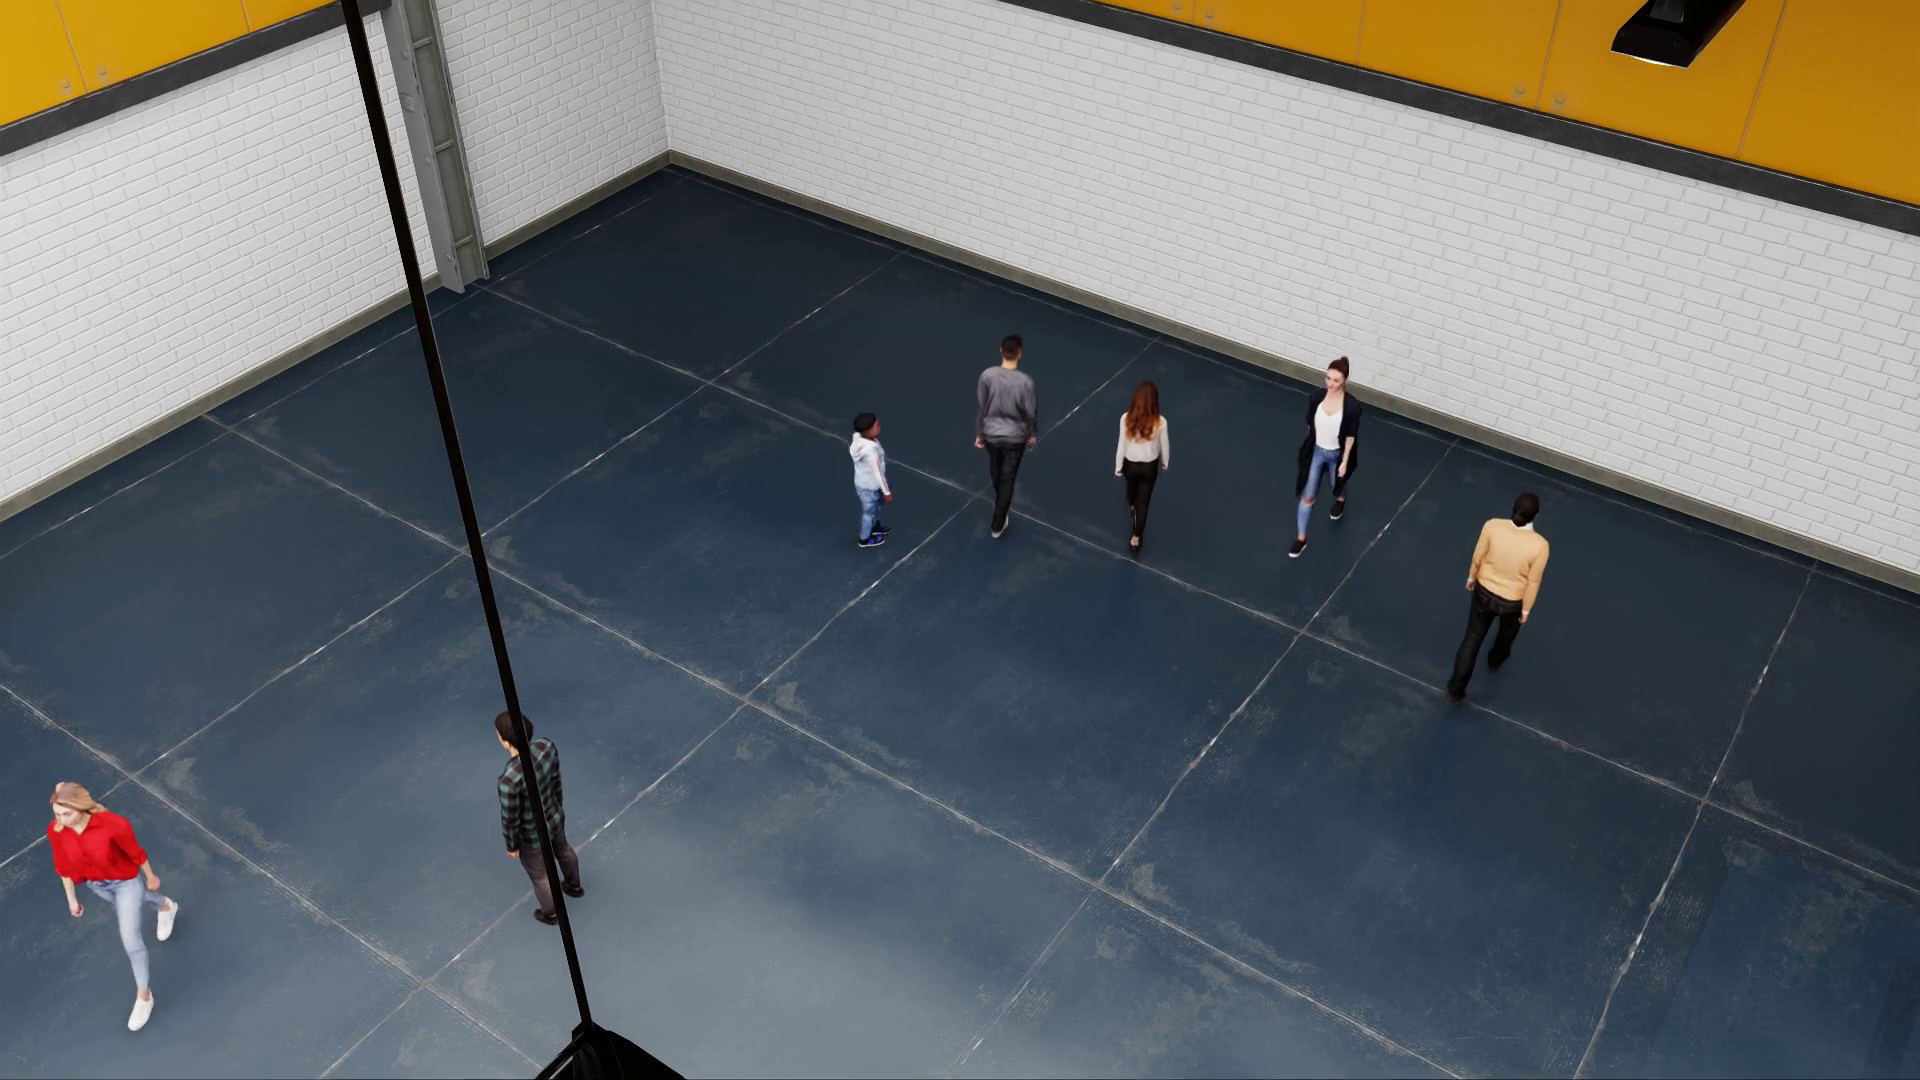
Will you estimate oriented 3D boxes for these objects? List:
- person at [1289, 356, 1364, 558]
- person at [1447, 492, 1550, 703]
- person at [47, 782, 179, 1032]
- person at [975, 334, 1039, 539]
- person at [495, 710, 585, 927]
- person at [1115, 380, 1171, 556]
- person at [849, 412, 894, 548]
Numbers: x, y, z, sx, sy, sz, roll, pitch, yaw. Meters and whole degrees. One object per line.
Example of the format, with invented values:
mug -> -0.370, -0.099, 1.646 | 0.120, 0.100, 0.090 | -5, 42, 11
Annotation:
person -> 2.942, -0.706, 13.071 | 0.684, 1.652, 1.118 | 20, 43, 23
person -> 3.735, 0.419, 11.596 | 0.648, 1.733, 1.107 | 23, 44, 26
person -> -4.920, 1.953, 9.734 | 1.079, 1.660, 1.219 | -1, 39, -2
person -> 0.334, -0.772, 13.083 | 0.805, 1.739, 1.038 | 11, 40, 13
person -> -2.576, 1.692, 10.114 | 0.744, 1.707, 0.532 | 17, 42, 20
person -> 1.418, -0.540, 13.030 | 0.762, 1.443, 1.020 | 9, 39, 11
person -> -0.762, -0.455, 13.080 | 0.654, 1.248, 0.595 | -10, 40, -12
